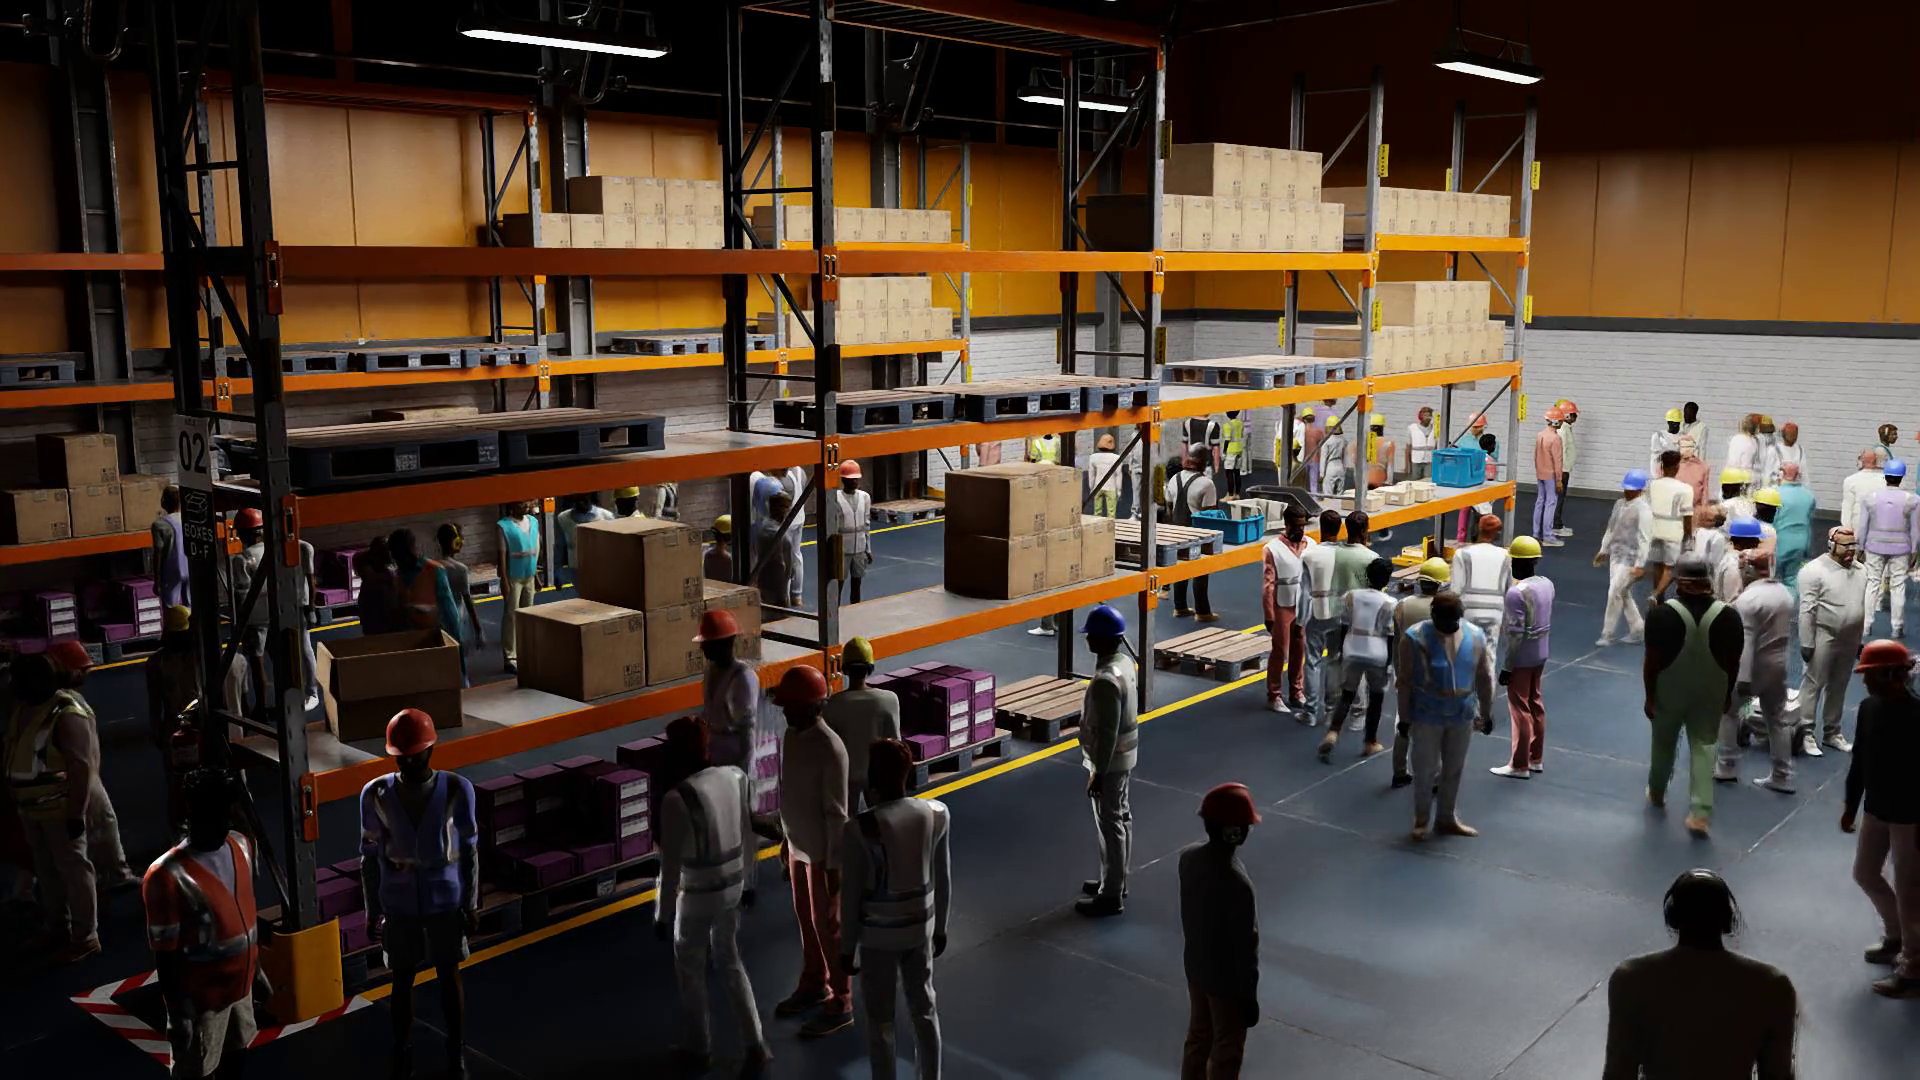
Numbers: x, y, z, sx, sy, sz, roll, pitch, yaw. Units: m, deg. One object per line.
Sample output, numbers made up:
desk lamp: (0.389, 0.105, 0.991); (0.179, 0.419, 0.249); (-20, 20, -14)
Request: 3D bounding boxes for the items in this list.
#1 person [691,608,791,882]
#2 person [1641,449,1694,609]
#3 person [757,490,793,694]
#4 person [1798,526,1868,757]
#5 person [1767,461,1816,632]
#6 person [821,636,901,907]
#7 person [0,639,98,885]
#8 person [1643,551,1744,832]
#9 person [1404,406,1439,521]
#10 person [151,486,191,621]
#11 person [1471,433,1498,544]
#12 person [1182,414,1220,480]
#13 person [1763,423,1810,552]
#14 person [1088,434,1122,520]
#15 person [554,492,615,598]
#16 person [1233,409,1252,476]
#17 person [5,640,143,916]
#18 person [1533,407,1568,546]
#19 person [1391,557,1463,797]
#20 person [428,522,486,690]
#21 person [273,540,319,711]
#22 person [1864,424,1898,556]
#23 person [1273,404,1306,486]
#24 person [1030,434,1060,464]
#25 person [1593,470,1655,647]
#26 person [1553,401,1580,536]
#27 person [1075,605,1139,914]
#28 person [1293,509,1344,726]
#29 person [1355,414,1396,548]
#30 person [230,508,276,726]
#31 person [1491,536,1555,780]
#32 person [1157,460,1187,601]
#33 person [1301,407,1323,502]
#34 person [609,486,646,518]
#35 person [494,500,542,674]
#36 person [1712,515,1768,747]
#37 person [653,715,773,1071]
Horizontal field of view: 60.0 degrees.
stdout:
person: (-1.388, 1.354, 10.593); (0.787, 1.916, 0.545); (-9, 13, -42)
person: (8.037, -0.071, 19.001); (0.700, 1.945, 0.609); (-9, 13, -42)
person: (-1.733, 0.485, 15.708); (0.351, 1.932, 0.635); (-2, 10, -12)
person: (7.223, 0.828, 13.740); (0.643, 1.909, 0.410); (-3, 10, -18)
person: (9.088, 0.077, 18.330); (0.664, 1.877, 0.447); (-2, 10, -14)
person: (-0.625, 1.470, 10.323); (0.524, 1.769, 0.315); (-2, 10, -13)
person: (-5.793, 1.376, 10.071); (0.765, 2.000, 0.801); (8, 13, 41)
person: (5.286, 1.041, 12.070); (0.689, 2.000, 1.038); (2, 10, 11)
person: (7.228, -1.196, 26.099); (0.565, 1.826, 0.456); (-2, 10, -12)
person: (-7.833, 0.374, 16.678); (0.355, 1.834, 0.524); (7, 12, 37)
person: (7.286, -0.634, 23.093); (0.319, 1.697, 0.533); (-1, 10, -5)
person: (3.692, -1.190, 25.434); (0.617, 2.029, 0.409); (6, 11, 30)
person: (11.507, -0.705, 23.134); (0.574, 1.828, 1.022); (-3, 10, -18)
person: (2.064, -0.683, 23.581); (0.501, 1.631, 0.285); (5, 11, 28)
person: (-3.832, 0.301, 17.028); (0.608, 1.871, 1.014); (1, 10, 3)
person: (5.407, -2.044, 31.724); (0.318, 1.630, 0.513); (6, 11, 31)
person: (-5.612, 1.485, 10.421); (0.567, 1.714, 0.887); (5, 11, 28)
person: (8.470, -0.911, 23.859); (0.384, 1.993, 0.623); (-2, 10, -9)
person: (3.586, 1.040, 12.755); (0.417, 1.822, 0.594); (-8, 12, -39)
person: (-4.350, 0.751, 14.441); (0.572, 1.820, 0.941); (6, 11, 32)
person: (-6.075, 0.626, 15.087); (0.507, 1.863, 0.329); (2, 10, 11)
person: (12.711, -0.688, 22.976); (0.339, 1.845, 0.507); (5, 11, 25)
person: (5.195, -1.257, 26.281); (0.356, 1.879, 0.575); (-8, 12, -40)
person: (1.331, -1.002, 25.292); (0.540, 1.696, 0.315); (-1, 10, -4)
person: (7.033, 0.193, 17.554); (0.646, 1.907, 0.697); (-1, 10, -5)
person: (8.999, -1.065, 24.774); (0.374, 1.997, 0.613); (4, 10, 21)
person: (0.922, 1.365, 10.407); (0.389, 1.949, 0.604); (3, 10, 15)
person: (3.233, 0.687, 14.594); (0.601, 1.906, 0.386); (-2, 10, -14)
person: (5.967, -0.854, 23.847); (0.603, 1.879, 0.918); (5, 11, 29)
person: (-6.172, 0.671, 14.623); (0.386, 1.929, 0.543); (4, 10, 22)
person: (4.432, 0.921, 13.128); (0.594, 1.924, 0.384); (-9, 13, -43)
person: (2.562, -0.117, 20.009); (0.535, 1.697, 0.318); (-4, 10, -24)
person: (5.509, -1.228, 26.462); (0.526, 1.762, 0.343); (-1, 10, -8)
person: (-3.269, 0.350, 16.580); (0.392, 1.919, 0.581); (-2, 10, -11)
person: (-4.389, 0.390, 16.532); (0.397, 1.847, 0.564); (4, 10, 25)
person: (6.551, 0.753, 14.062); (0.388, 1.949, 0.602); (4, 10, 23)
person: (-1.211, 1.781, 8.243); (0.617, 1.865, 0.624); (7, 12, 35)
